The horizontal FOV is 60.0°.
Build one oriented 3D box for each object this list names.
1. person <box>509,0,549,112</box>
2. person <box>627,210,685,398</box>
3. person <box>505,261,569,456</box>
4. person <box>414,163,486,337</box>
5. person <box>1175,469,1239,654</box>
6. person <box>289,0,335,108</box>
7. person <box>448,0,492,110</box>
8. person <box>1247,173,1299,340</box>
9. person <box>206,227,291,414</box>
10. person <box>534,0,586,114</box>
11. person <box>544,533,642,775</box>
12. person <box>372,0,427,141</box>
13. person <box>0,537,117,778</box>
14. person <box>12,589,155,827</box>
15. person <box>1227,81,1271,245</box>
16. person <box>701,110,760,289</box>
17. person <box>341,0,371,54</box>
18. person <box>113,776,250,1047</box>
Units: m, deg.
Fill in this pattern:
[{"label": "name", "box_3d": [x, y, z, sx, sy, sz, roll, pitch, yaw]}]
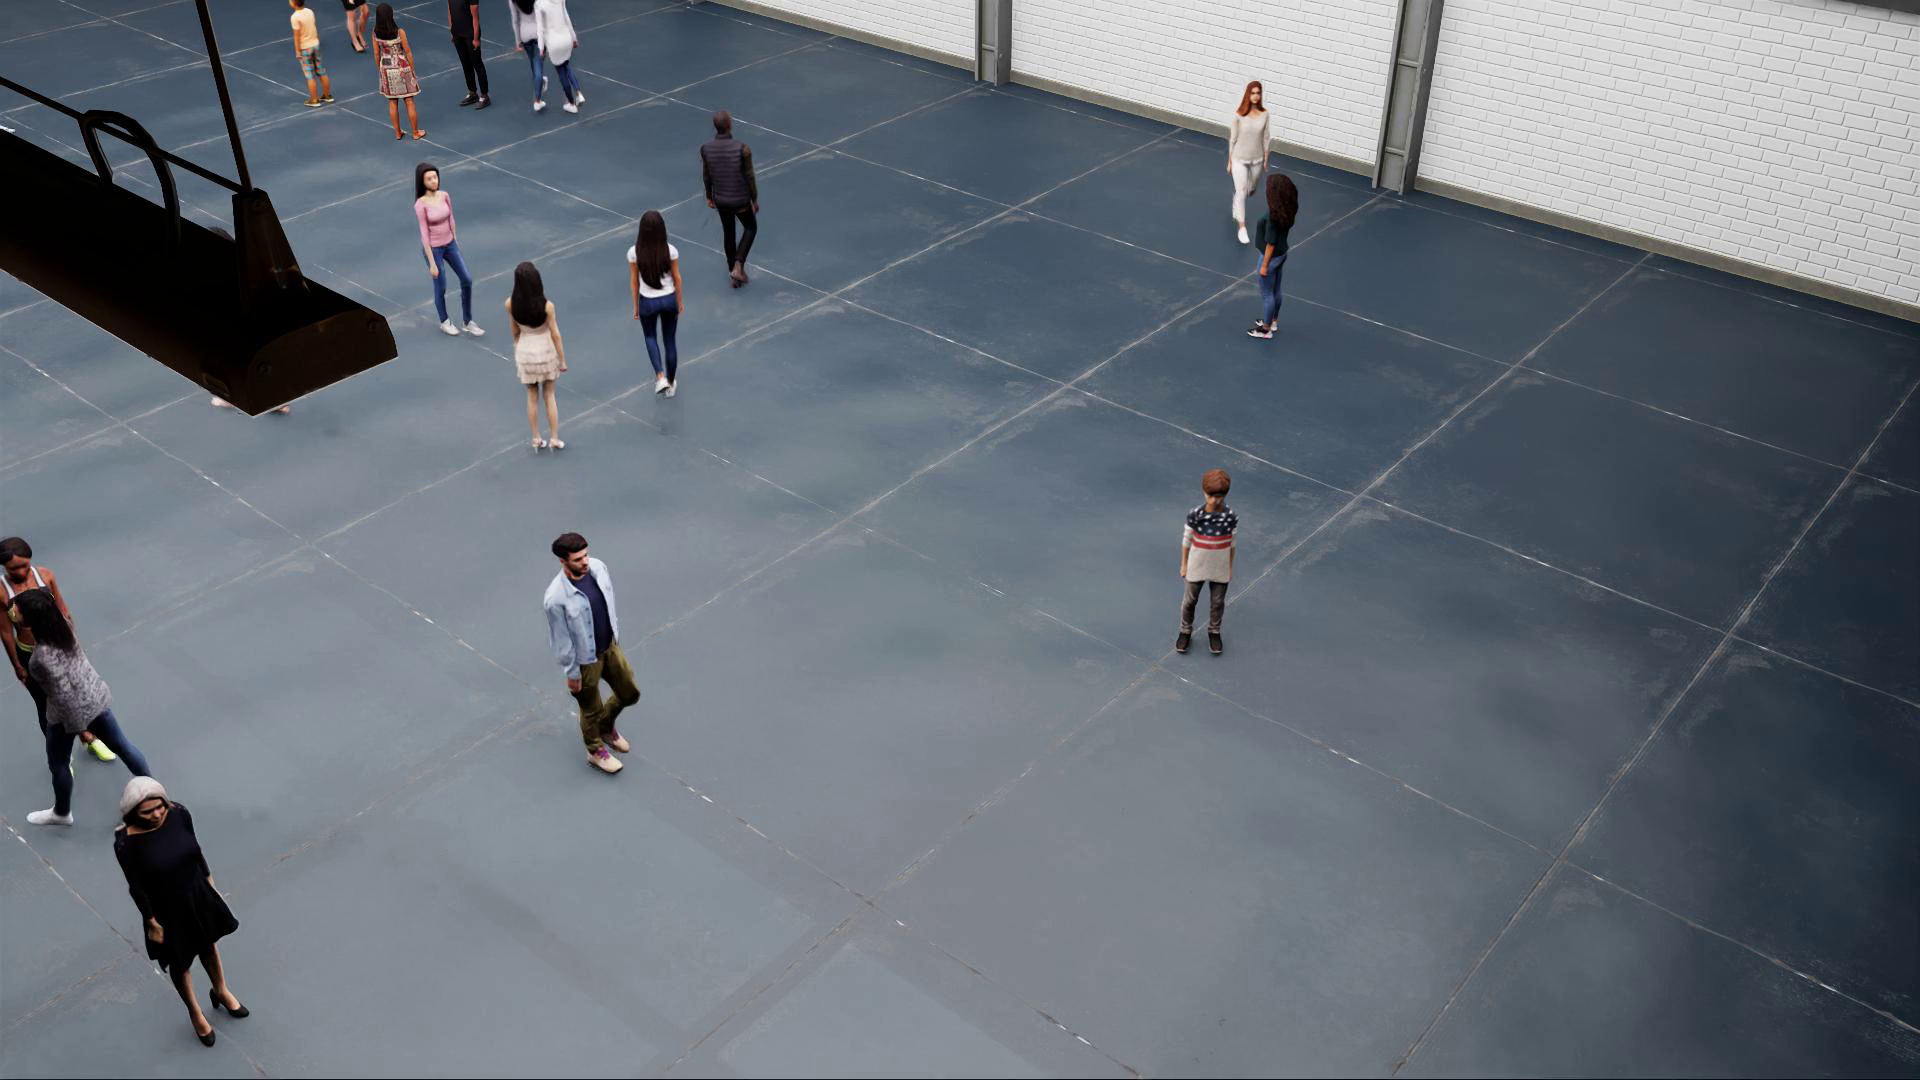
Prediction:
[{"label": "person", "box_3d": [-5.443, -6.315, 21.147, 1.165, 1.687, 1.149, 1, 34, 2]}, {"label": "person", "box_3d": [-2.646, -2.015, 14.609, 0.782, 1.764, 0.844, -6, 34, -8]}, {"label": "person", "box_3d": [-3.539, -1.500, 13.861, 0.623, 1.734, 0.716, 4, 34, 5]}, {"label": "person", "box_3d": [-4.973, -2.758, 15.760, 0.771, 1.726, 0.629, 22, 39, 29]}, {"label": "person", "box_3d": [1.740, 0.145, 11.653, 0.575, 1.439, 0.656, 2, 34, 3]}, {"label": "person", "box_3d": [-8.356, -6.328, 21.371, 0.560, 1.461, 0.571, 15, 36, 21]}, {"label": "person", "box_3d": [-6.296, -6.460, 21.246, 0.549, 1.820, 0.756, 19, 38, 26]}, {"label": "person", "box_3d": [2.969, -2.694, 15.765, 0.618, 1.615, 0.623, 20, 38, 27]}, {"label": "person", "box_3d": [-6.137, -1.863, 14.405, 1.052, 1.736, 0.821, 13, 36, 18]}, {"label": "person", "box_3d": [-5.010, -6.216, 20.938, 0.712, 1.754, 0.690, -26, 41, -33]}, {"label": "person", "box_3d": [-2.400, 0.689, 10.507, 0.675, 1.802, 0.731, 19, 38, 26]}, {"label": "person", "box_3d": [-6.888, -5.717, 20.287, 0.695, 1.644, 0.779, 0, 34, 0]}, {"label": "person", "box_3d": [-5.782, 0.715, 10.509, 0.580, 1.755, 0.535, -27, 42, -35]}, {"label": "person", "box_3d": [-5.255, 1.016, 10.109, 1.079, 1.697, 1.008, -1, 34, -2]}, {"label": "person", "box_3d": [3.051, -4.085, 17.786, 1.004, 1.694, 1.086, -4, 34, -6]}, {"label": "person", "box_3d": [-2.297, -3.347, 16.557, 0.826, 1.826, 0.929, 8, 34, 12]}, {"label": "person", "box_3d": [-8.550, -7.587, 23.107, 0.678, 1.636, 0.654, 9, 35, 13]}, {"label": "person", "box_3d": [-4.082, 1.919, 8.704, 0.598, 1.748, 0.622, 19, 38, 27]}]
